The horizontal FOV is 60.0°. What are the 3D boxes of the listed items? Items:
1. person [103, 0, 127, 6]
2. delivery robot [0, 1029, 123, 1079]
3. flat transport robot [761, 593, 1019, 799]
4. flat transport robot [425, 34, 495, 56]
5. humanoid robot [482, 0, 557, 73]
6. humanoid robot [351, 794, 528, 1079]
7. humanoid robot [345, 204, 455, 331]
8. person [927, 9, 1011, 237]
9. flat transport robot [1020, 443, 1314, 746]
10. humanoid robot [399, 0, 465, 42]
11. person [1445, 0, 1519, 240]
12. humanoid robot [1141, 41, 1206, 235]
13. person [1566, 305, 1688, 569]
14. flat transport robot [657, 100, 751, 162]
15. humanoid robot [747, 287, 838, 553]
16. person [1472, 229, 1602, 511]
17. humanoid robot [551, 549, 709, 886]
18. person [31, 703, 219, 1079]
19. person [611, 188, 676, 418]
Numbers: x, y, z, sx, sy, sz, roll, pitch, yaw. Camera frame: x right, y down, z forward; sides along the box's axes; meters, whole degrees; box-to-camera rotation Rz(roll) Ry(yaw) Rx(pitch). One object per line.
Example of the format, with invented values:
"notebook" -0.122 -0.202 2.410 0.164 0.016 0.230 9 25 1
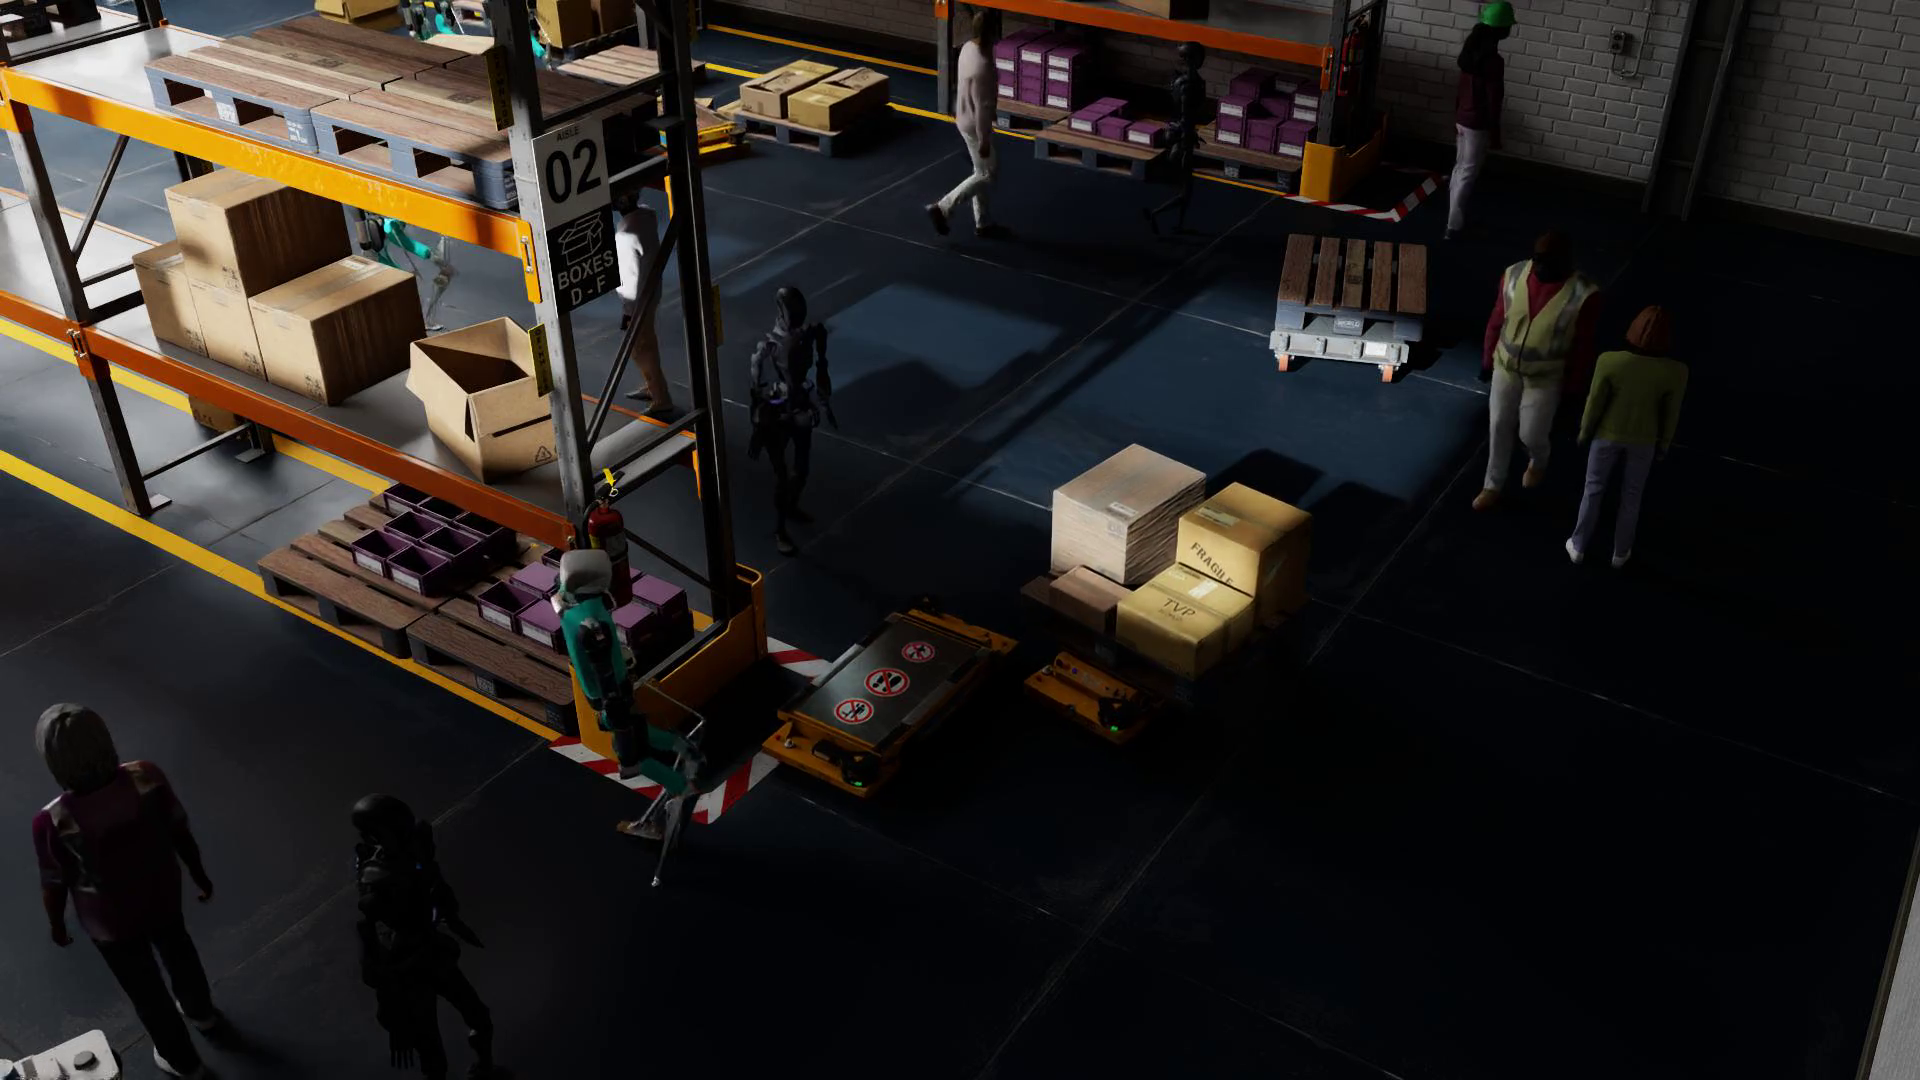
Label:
"person" -10.255 -7.167 19.557 0.540 1.720 0.771 -27 41 -34
"delivery robot" -3.518 2.181 6.245 0.766 0.580 0.499 -23 39 -31
"flat transport robot" -0.338 0.780 8.674 0.659 0.231 1.431 20 38 27
"flat transport robot" -4.653 -3.779 15.681 1.431 0.231 0.659 7 34 10
"humanoid robot" -4.244 -4.900 16.042 0.558 1.720 0.999 -23 39 -31
"humanoid robot" -1.944 1.585 6.137 0.420 1.648 0.613 4 33 7
"humanoid robot" -4.000 -2.191 11.913 0.828 1.799 0.543 5 33 8
"person" 0.081 -3.336 13.502 0.653 1.917 0.635 -6 34 -10
"flat transport robot" 1.051 0.575 8.989 0.659 0.231 1.431 27 42 35
"humanoid robot" -5.110 -4.996 16.321 0.543 1.877 0.815 -26 41 -34
"person" 4.249 -3.412 13.592 0.504 1.948 0.499 -7 34 -10
"humanoid robot" 1.789 -3.281 13.629 0.441 1.649 0.606 7 34 11
"person" 3.800 -0.579 9.509 0.508 1.632 0.271 10 34 14
"flat transport robot" -2.650 -3.954 15.950 0.659 0.231 1.431 -21 39 -29
"humanoid robot" -0.992 -0.740 9.731 0.609 1.639 0.506 -27 42 -35
"person" 3.436 -1.021 10.009 0.647 1.826 0.485 26 41 34
"humanoid robot" -1.355 0.778 7.329 0.705 1.795 0.530 -14 36 -20
"person" -3.231 1.328 6.391 0.580 1.833 0.551 25 41 33
"person" -2.143 -1.639 11.052 0.391 1.748 0.581 2 33 4
